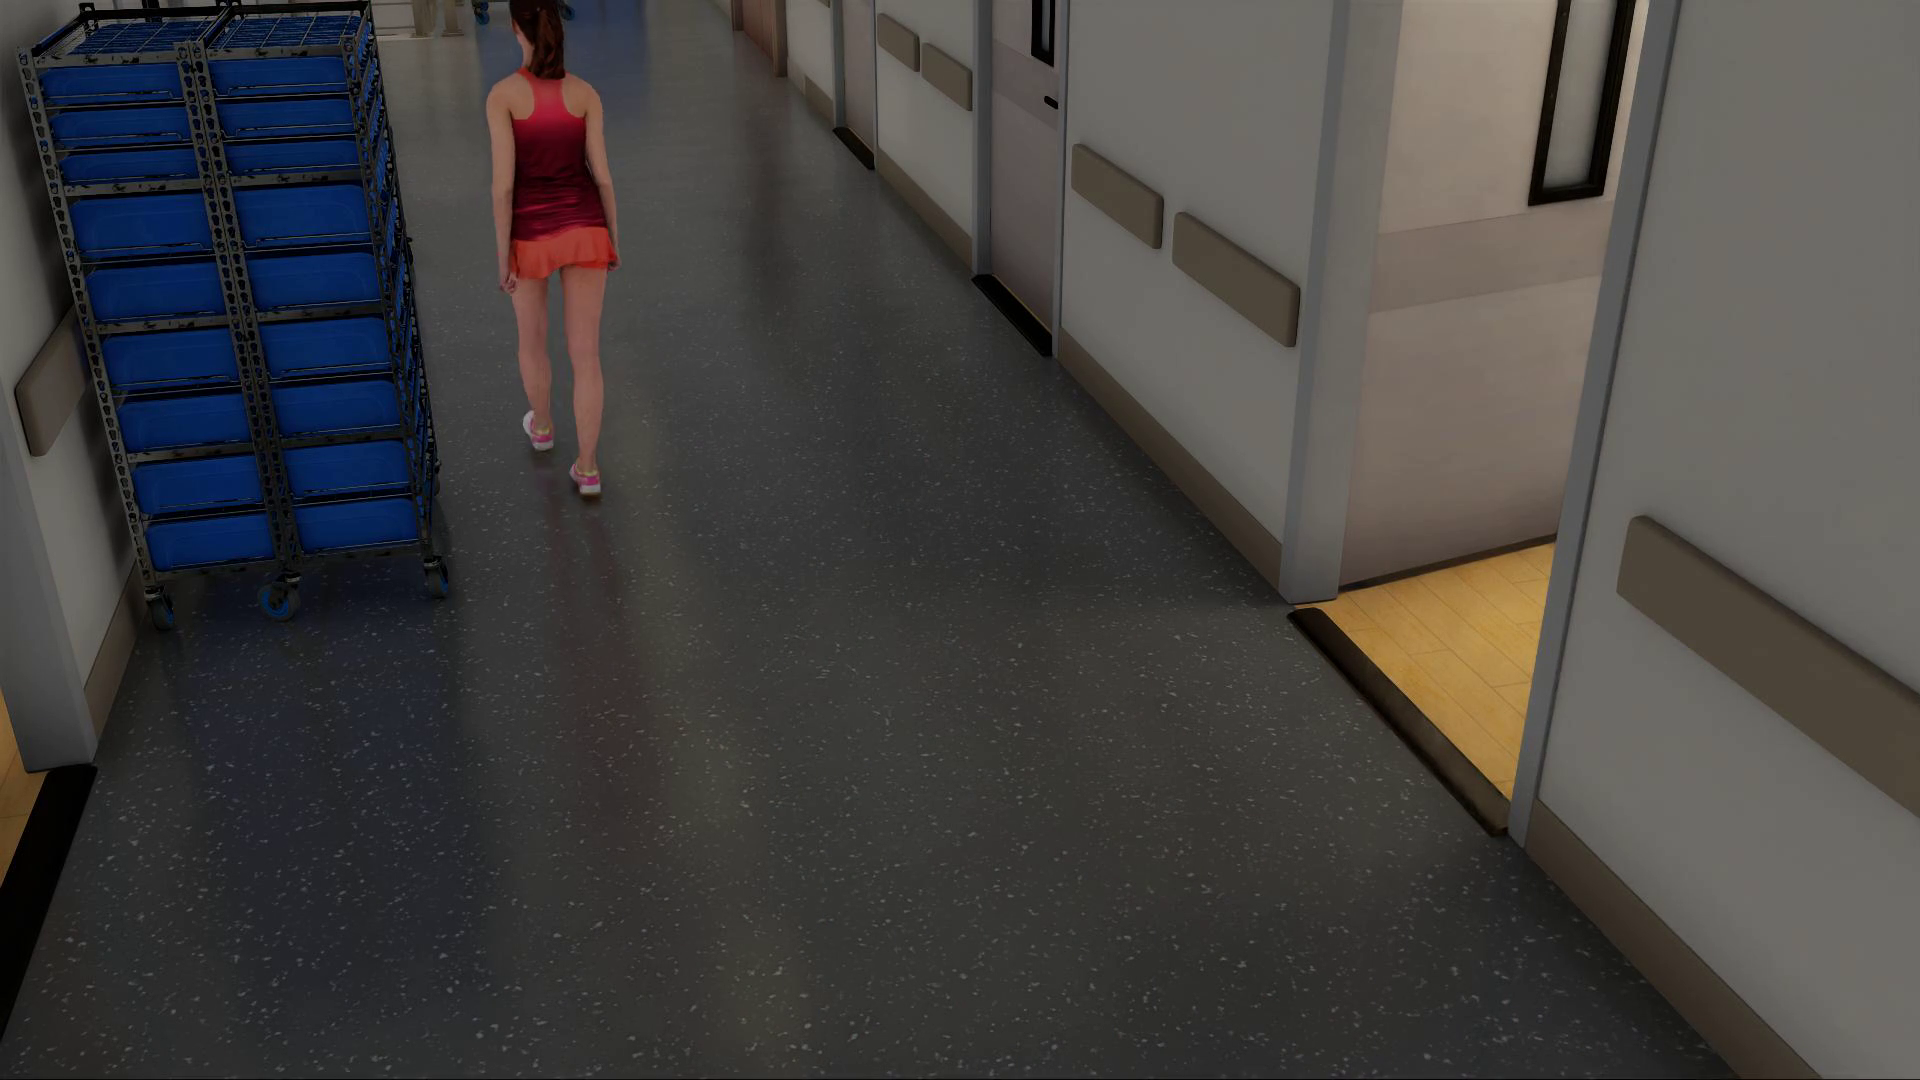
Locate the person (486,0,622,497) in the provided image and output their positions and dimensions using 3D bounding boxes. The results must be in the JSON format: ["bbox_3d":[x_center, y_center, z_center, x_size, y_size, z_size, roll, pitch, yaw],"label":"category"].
[{"bbox_3d":[-1.380,-0.981,5.715,0.630,1.729,0.945,-9,27,-17],"label":"person"}]
